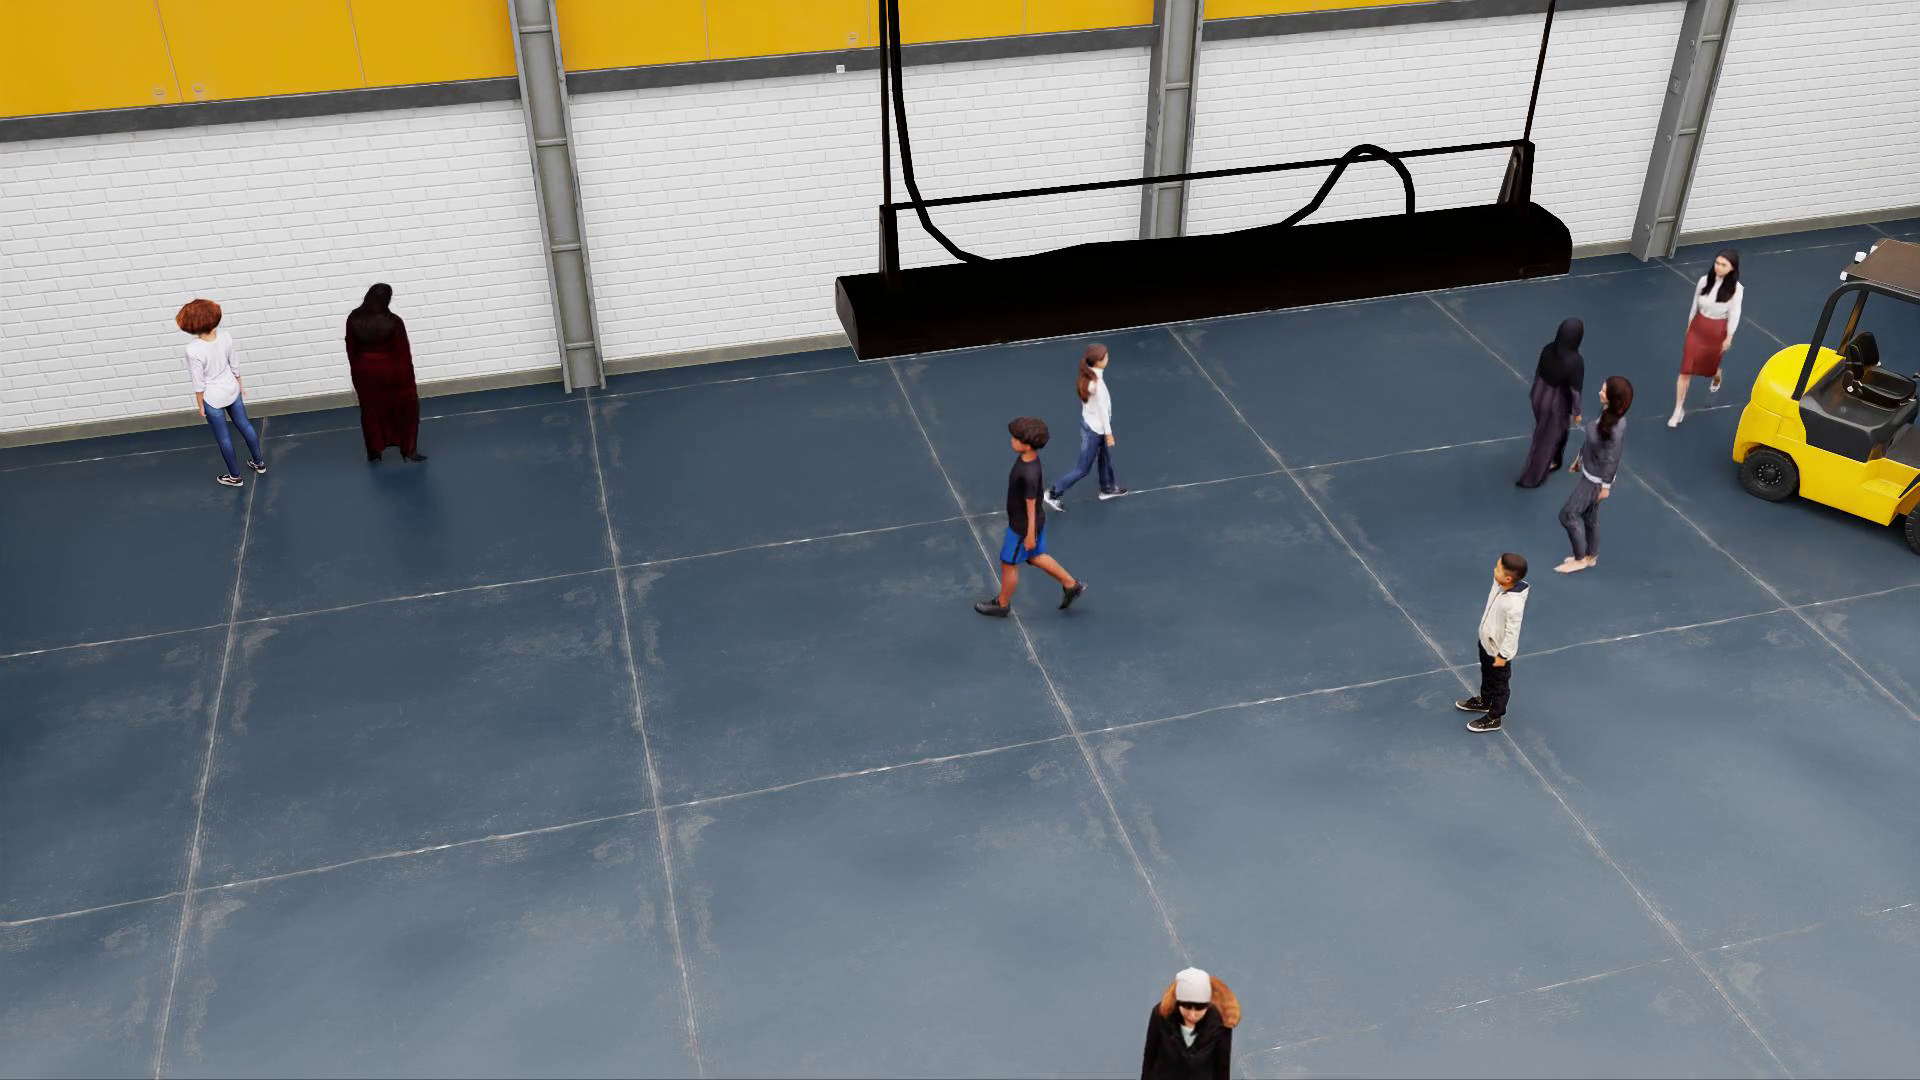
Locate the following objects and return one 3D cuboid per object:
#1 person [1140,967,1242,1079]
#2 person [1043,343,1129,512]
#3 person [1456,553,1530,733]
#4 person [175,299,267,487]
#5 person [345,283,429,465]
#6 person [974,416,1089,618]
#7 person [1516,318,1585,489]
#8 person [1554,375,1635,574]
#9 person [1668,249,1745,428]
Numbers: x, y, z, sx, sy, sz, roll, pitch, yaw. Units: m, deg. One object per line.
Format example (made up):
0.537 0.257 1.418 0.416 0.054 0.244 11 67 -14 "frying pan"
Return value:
1.143 2.724 8.521 0.896 1.620 0.883 6 34 9 "person"
1.063 -0.926 14.090 1.037 1.534 0.523 -8 34 -11 "person"
3.803 0.705 11.710 0.557 1.452 0.618 -2 34 -3 "person"
-6.438 -1.291 14.479 0.809 1.711 0.744 19 38 26 "person"
-5.120 -1.449 14.703 0.644 1.726 0.855 -8 35 -12 "person"
0.592 -0.138 12.692 1.185 1.768 0.817 0 34 0 "person"
5.082 -1.186 14.409 0.835 1.614 0.670 -13 36 -19 "person"
5.167 -0.514 13.272 0.768 1.754 0.731 6 34 9 "person"
6.928 -1.875 15.339 1.098 1.731 0.907 -29 43 -36 "person"
